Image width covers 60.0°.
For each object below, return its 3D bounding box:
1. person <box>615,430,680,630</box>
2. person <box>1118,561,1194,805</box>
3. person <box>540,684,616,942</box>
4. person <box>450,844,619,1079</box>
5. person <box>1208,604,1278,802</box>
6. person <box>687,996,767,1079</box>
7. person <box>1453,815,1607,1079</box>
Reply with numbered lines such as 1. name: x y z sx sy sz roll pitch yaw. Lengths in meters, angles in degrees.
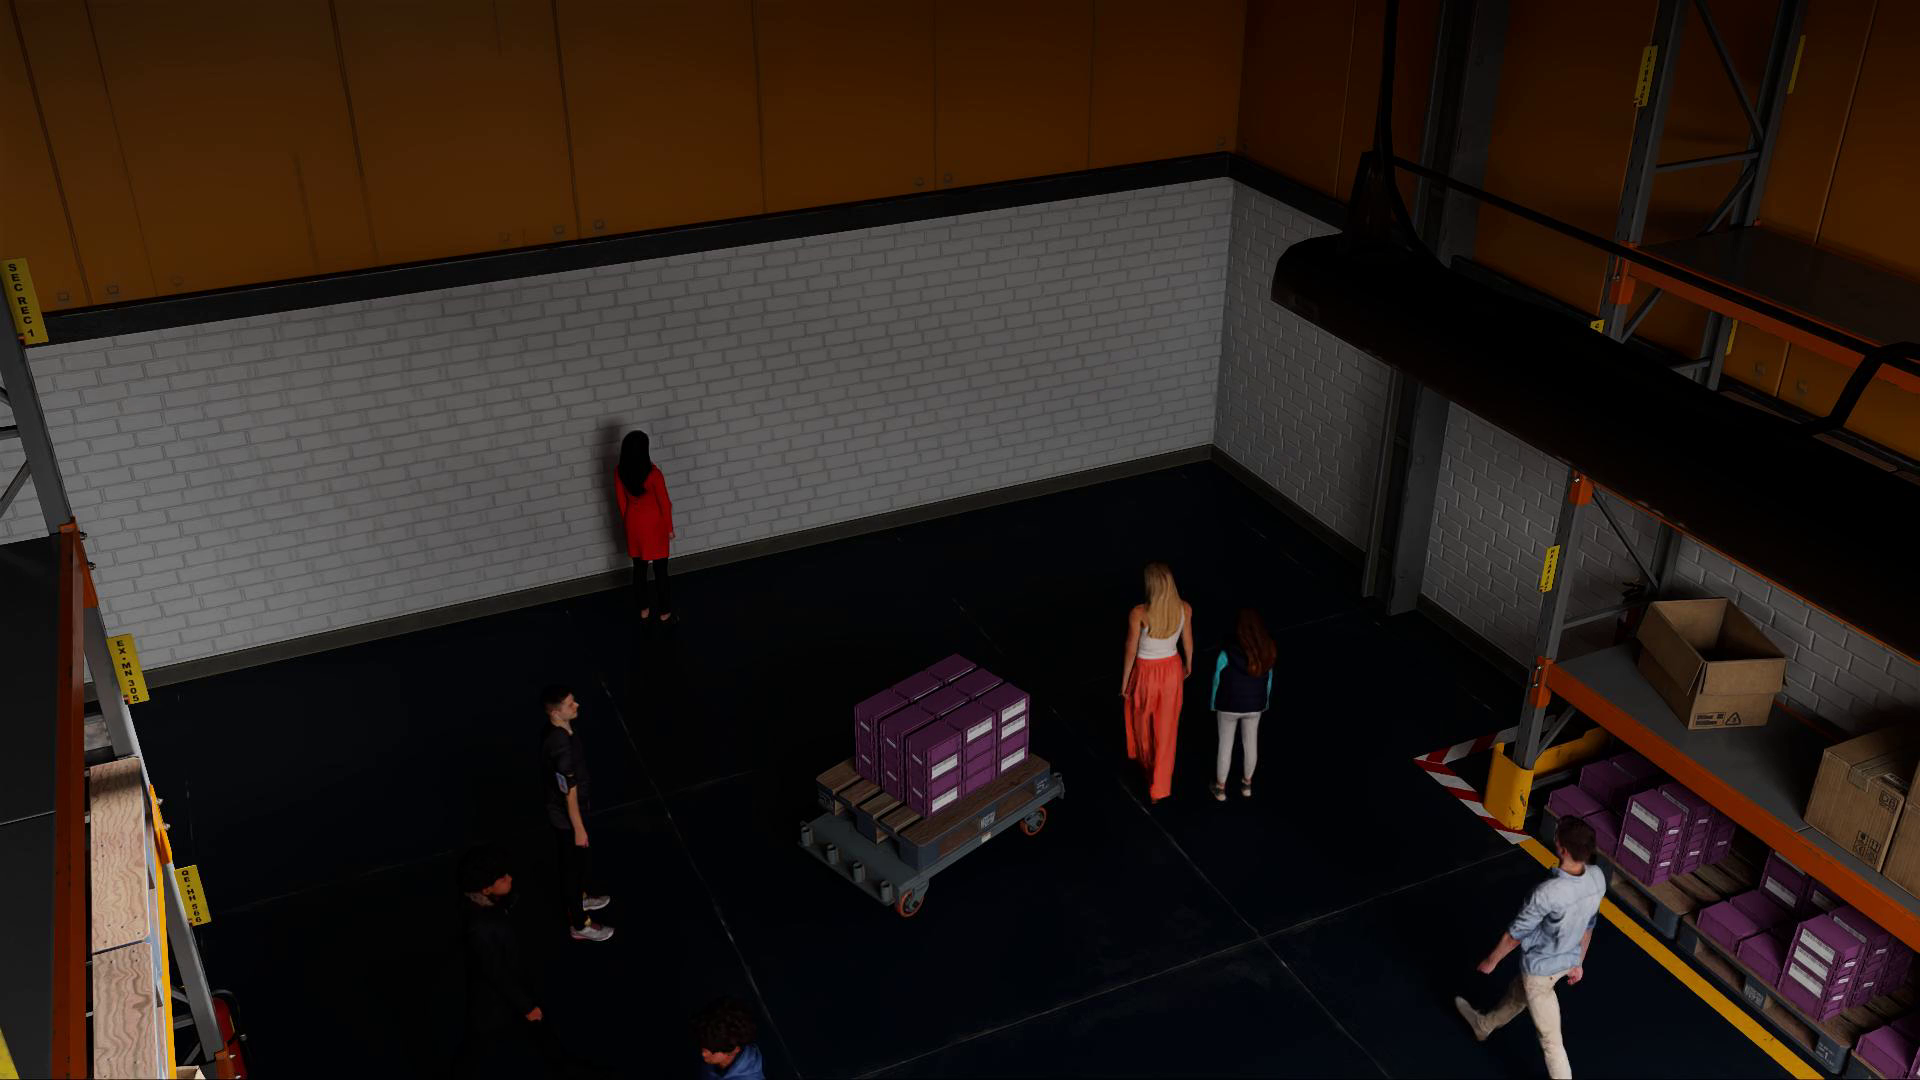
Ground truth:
1. person: -2.496 -0.081 13.257 0.733 1.748 0.787 8 30 15
2. person: 1.341 1.009 11.226 0.868 1.779 1.019 -2 29 -4
3. person: -2.372 1.632 10.100 0.738 1.764 0.565 -6 29 -10
4. person: -2.531 2.388 8.763 0.978 1.717 1.138 -1 29 -1
5. person: 1.919 1.106 11.342 0.635 1.498 0.652 -5 29 -10
6. person: -0.964 2.843 7.852 0.789 1.791 0.738 -17 33 -29
7. person: 3.169 2.321 8.803 0.766 1.797 1.242 -17 33 -28
